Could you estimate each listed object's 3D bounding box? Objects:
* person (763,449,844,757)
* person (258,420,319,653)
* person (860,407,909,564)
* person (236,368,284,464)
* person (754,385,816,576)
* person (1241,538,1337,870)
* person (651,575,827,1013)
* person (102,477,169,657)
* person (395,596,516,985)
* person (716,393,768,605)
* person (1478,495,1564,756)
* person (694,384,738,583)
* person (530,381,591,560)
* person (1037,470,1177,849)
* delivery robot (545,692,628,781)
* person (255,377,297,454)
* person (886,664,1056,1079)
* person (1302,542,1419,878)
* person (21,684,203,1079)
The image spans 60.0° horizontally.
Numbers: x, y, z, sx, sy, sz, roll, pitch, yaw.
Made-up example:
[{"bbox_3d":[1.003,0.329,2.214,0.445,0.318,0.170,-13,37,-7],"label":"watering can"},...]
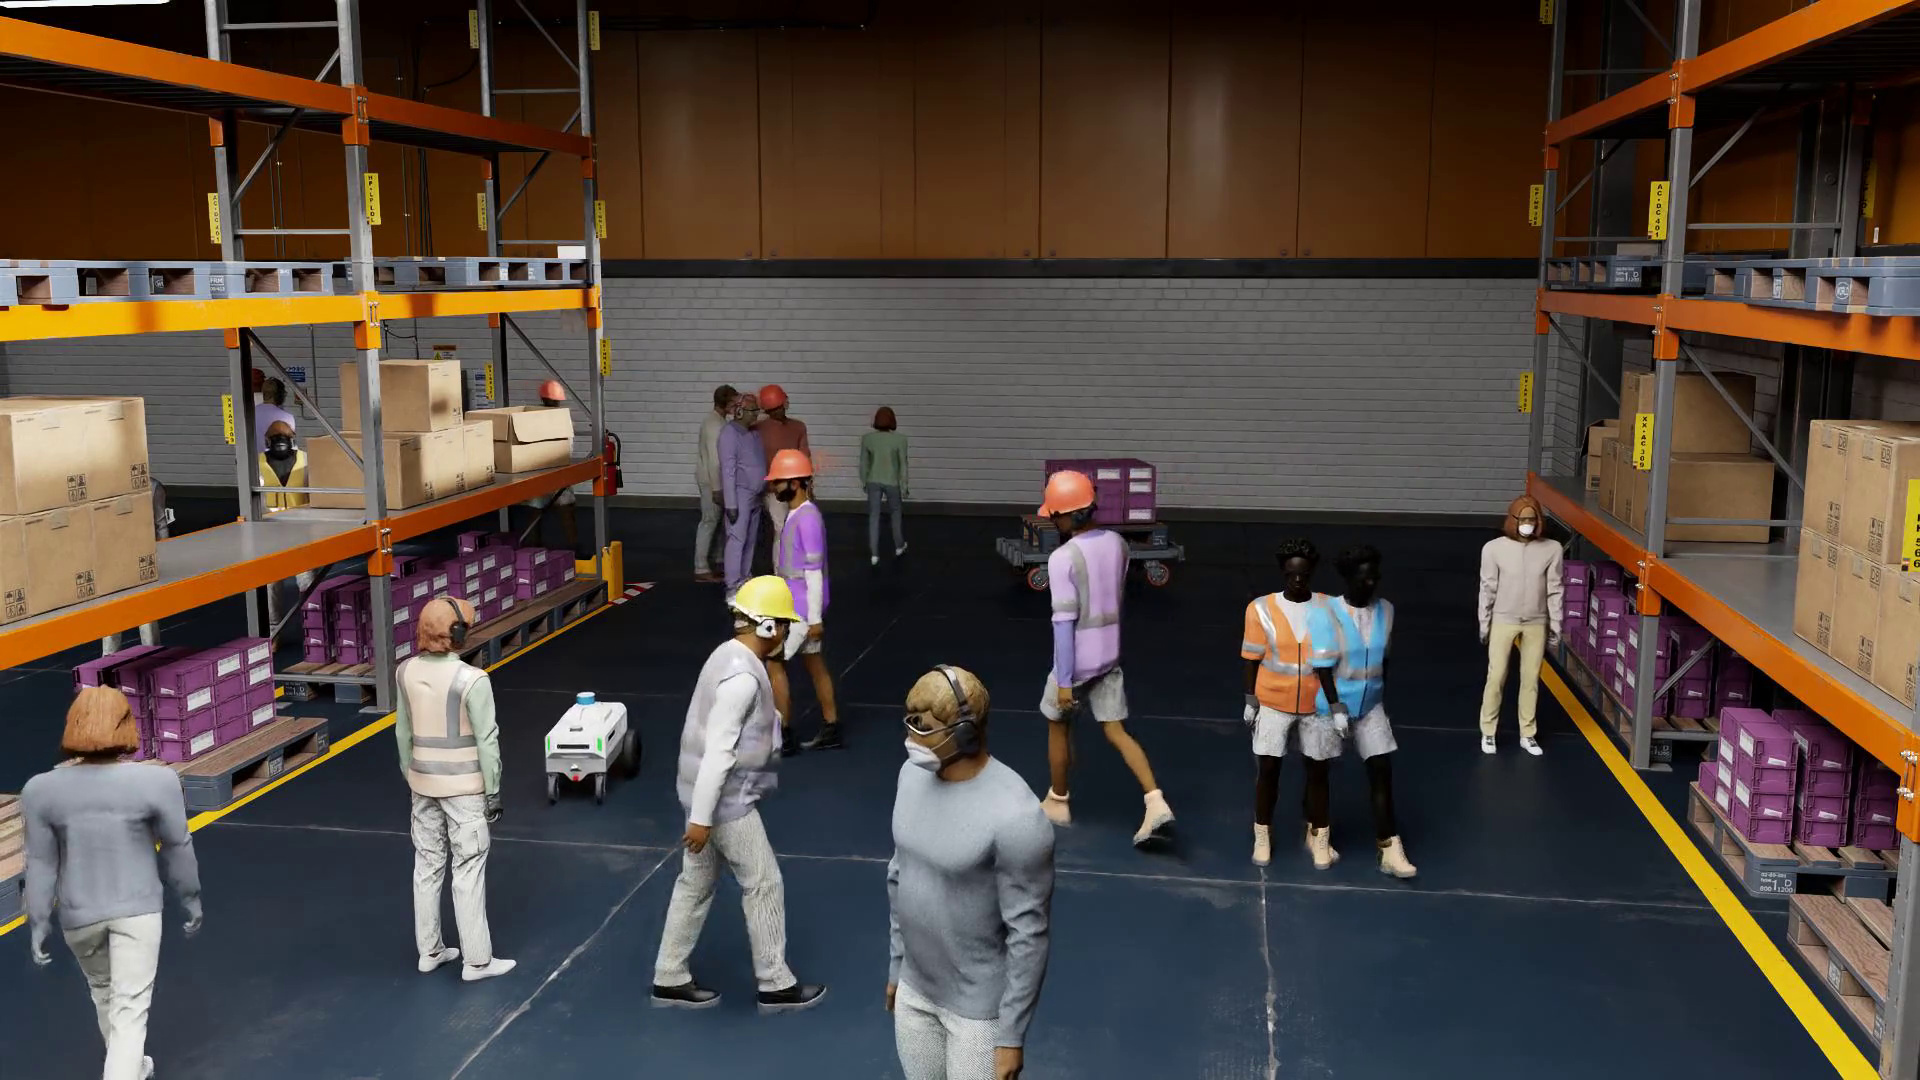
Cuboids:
[{"bbox_3d":[-1.058,0.397,10.209,0.758,1.911,0.566,-1,9,-7],"label":"person"},{"bbox_3d":[-5.288,-0.026,13.067,0.621,1.835,0.430,-4,10,-23],"label":"person"},{"bbox_3d":[-0.765,-0.578,17.186,0.543,1.589,0.843,2,9,10],"label":"person"},{"bbox_3d":[-7.989,-1.018,19.012,0.353,1.883,0.573,9,13,44],"label":"person"},{"bbox_3d":[-1.601,-0.443,15.254,0.603,1.953,0.601,-9,13,-43],"label":"person"},{"bbox_3d":[1.669,0.816,8.316,0.534,1.688,0.321,1,9,5],"label":"person"},{"bbox_3d":[-0.892,1.036,6.711,0.810,1.765,0.616,-2,10,-15],"label":"person"},{"bbox_3d":[-6.039,0.142,12.014,0.600,1.831,0.404,-3,10,-19],"label":"person"},{"bbox_3d":[-2.143,1.051,7.009,0.523,1.636,0.309,5,10,26],"label":"person"},{"bbox_3d":[-1.914,-0.359,14.884,0.403,1.904,0.652,3,10,15],"label":"person"},{"bbox_3d":[3.455,0.528,10.278,0.506,1.626,0.278,0,9,1],"label":"person"},{"bbox_3d":[-2.347,-0.548,16.040,0.448,1.913,0.653,-1,9,-4],"label":"person"},{"bbox_3d":[-4.075,-0.646,16.702,0.557,1.887,0.954,-7,12,-37],"label":"person"},{"bbox_3d":[0.724,0.617,8.650,0.634,1.981,1.017,-8,12,-41],"label":"person"},{"bbox_3d":[-2.151,1.123,9.601,0.477,0.478,0.707,0,9,0],"label":"delivery robot"},{"bbox_3d":[-6.863,-0.659,16.652,0.625,1.933,0.359,4,10,25],"label":"person"},{"bbox_3d":[-0.003,1.285,4.657,0.370,1.934,0.627,-7,12,-37],"label":"person"},{"bbox_3d":[1.970,0.843,8.193,0.532,1.659,0.780,-3,10,-20],"label":"person"},{"bbox_3d":[-2.907,1.287,5.717,0.516,1.587,0.864,-2,9,-12],"label":"person"}]
